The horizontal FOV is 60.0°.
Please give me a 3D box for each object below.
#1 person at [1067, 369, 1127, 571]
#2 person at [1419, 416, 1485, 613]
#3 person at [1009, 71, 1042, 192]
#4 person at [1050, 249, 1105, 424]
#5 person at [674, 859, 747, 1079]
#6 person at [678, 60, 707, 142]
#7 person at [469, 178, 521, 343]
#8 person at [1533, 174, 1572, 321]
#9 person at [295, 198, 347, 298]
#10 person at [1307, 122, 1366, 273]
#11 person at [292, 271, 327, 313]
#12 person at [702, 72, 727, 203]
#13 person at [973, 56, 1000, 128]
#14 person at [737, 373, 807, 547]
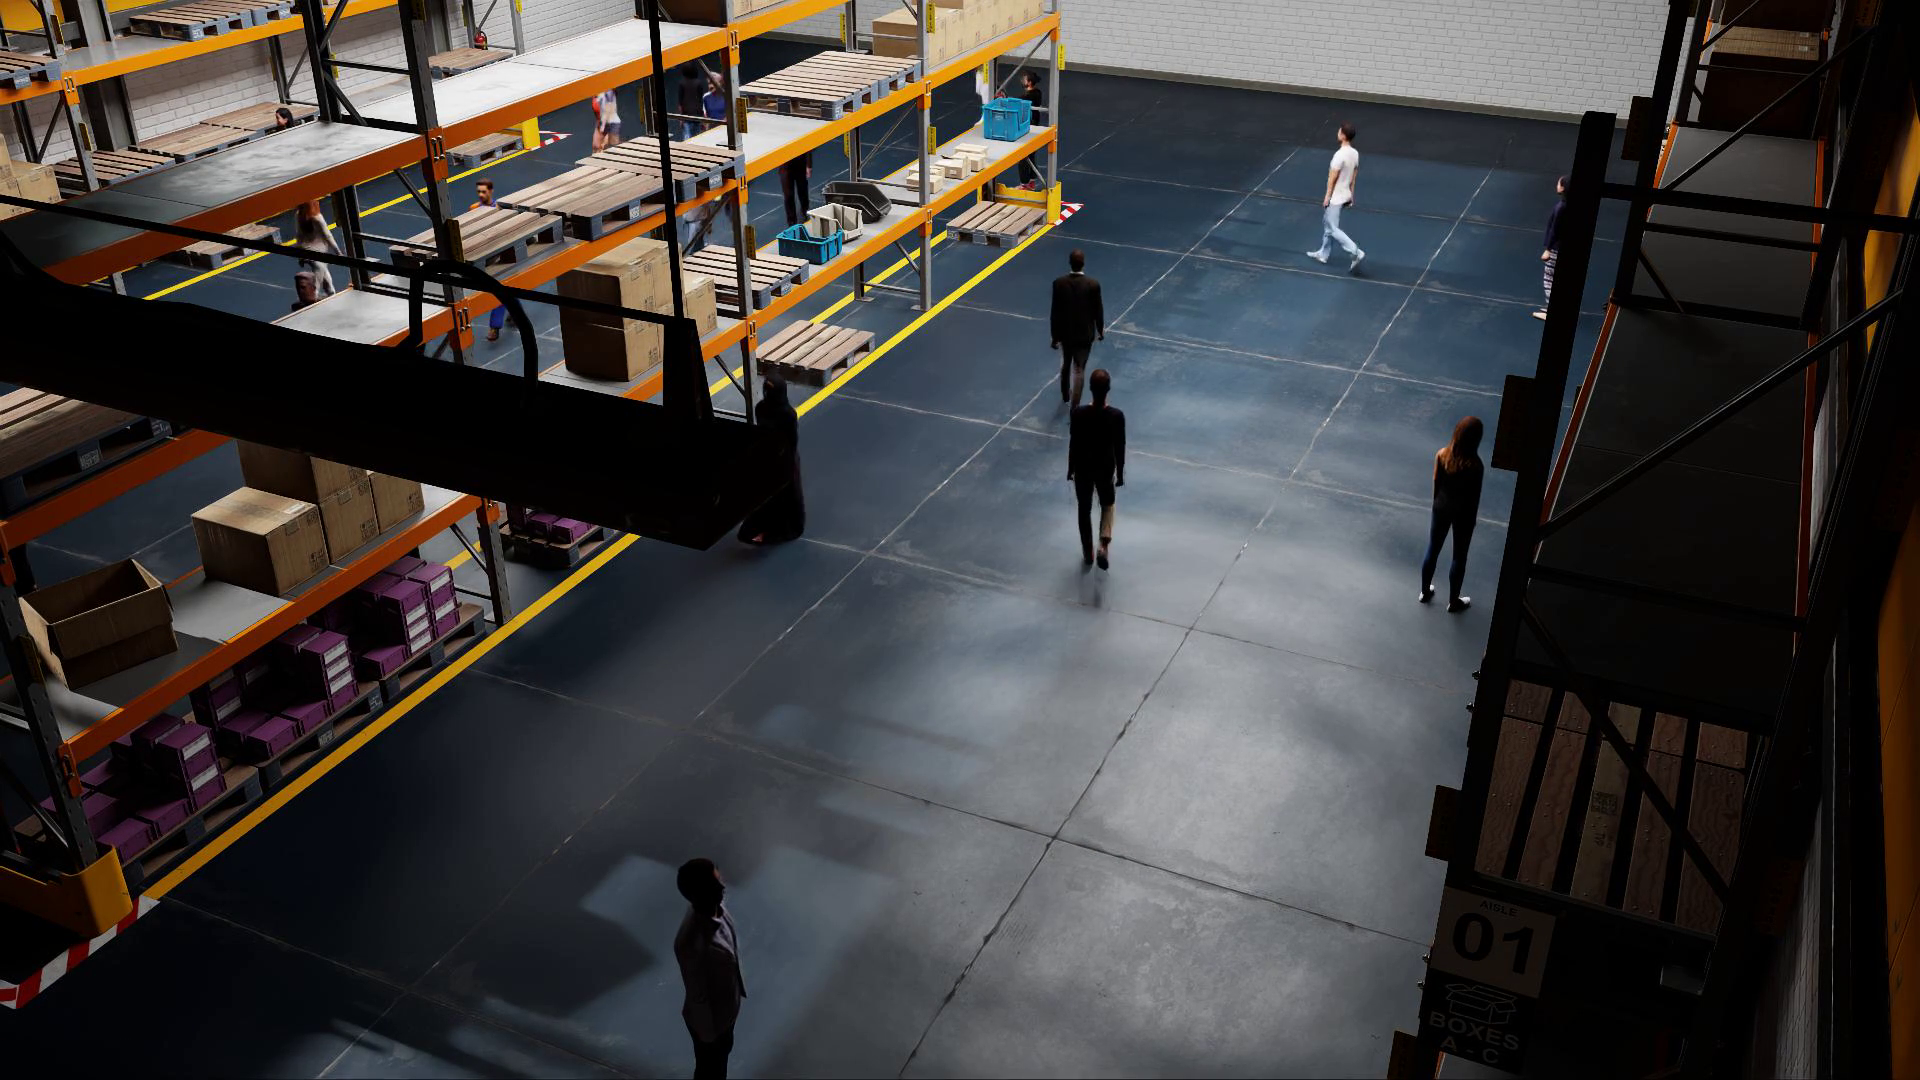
[{"bbox_3d":[1.155,-0.552,14.158,0.821,1.845,0.972,2,29,4],"label":"person"},{"bbox_3d":[4.061,-0.226,13.687,0.645,1.723,0.620,23,36,36],"label":"person"},{"bbox_3d":[0.980,-5.911,24.080,0.695,1.751,0.519,17,33,28],"label":"person"},{"bbox_3d":[1.175,-2.052,16.981,0.800,1.775,1.024,8,30,14],"label":"person"},{"bbox_3d":[-1.300,2.415,8.706,0.807,1.857,0.639,3,29,5],"label":"person"},{"bbox_3d":[-3.989,-6.297,24.853,0.808,1.688,0.885,-6,29,-11],"label":"person"},{"bbox_3d":[-5.341,-3.274,19.183,0.885,1.812,1.303,6,29,10],"label":"person"},{"bbox_3d":[7.065,-3.449,19.587,0.712,1.731,0.561,24,37,37],"label":"person"},{"bbox_3d":[-7.520,-3.226,19.246,0.739,1.668,1.109,20,34,32],"label":"person"},{"bbox_3d":[4.862,-4.318,21.078,0.903,1.830,1.101,22,36,35],"label":"person"},{"bbox_3d":[-6.244,-1.805,16.506,0.931,1.796,1.273,5,29,9],"label":"person"},{"bbox_3d":[-3.384,-5.804,23.833,0.917,1.799,1.259,2,29,3],"label":"person"},{"bbox_3d":[0.491,-7.741,27.380,1.075,1.804,0.977,-18,33,-30],"label":"person"},{"bbox_3d":[-1.559,-0.747,14.766,0.681,1.605,1.021,16,32,26],"label":"person"}]
